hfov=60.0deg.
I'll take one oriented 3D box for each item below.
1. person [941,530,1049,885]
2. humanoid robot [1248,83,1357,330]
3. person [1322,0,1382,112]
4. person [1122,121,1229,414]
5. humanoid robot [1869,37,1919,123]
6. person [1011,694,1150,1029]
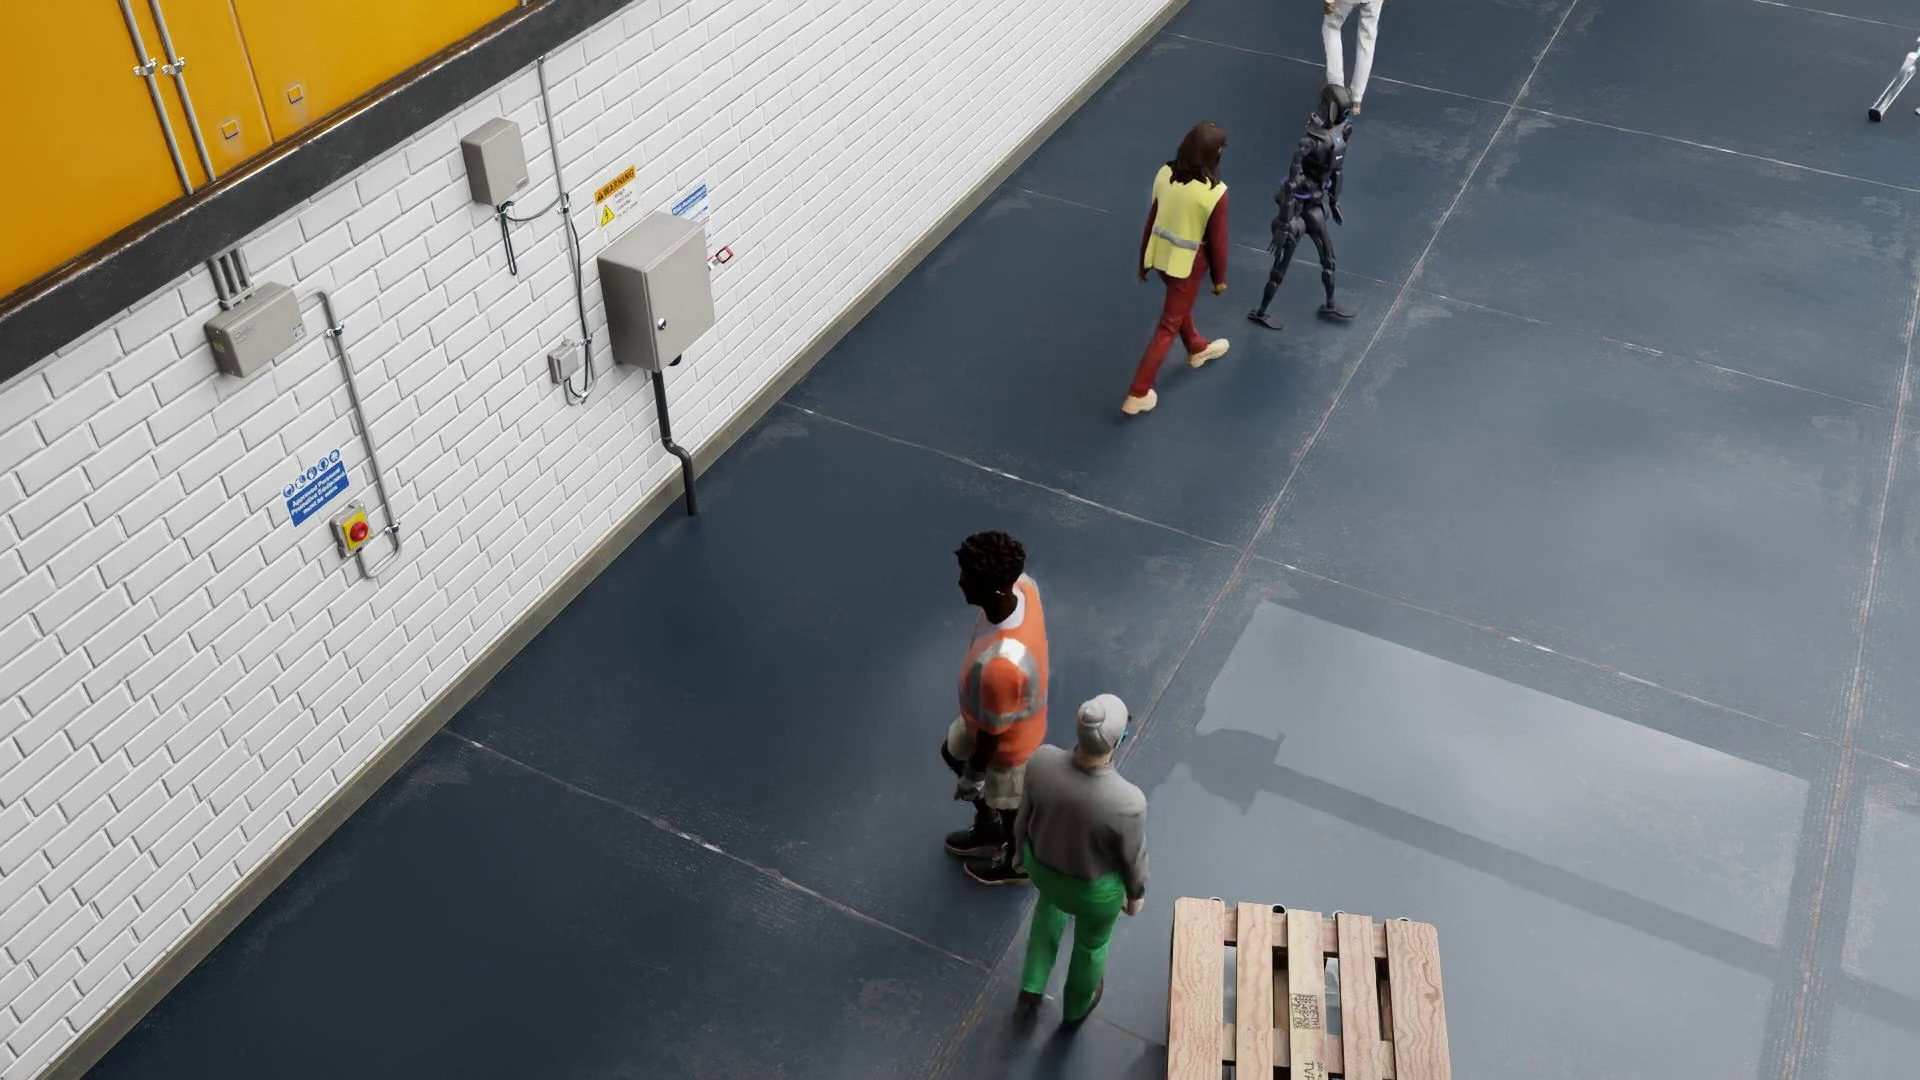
[{"bbox_3d":[0.086,0.729,6.704,0.548,1.947,0.638,3,41,3],"label":"person"},{"bbox_3d":[2.134,-1.987,10.070,0.608,1.636,0.548,-32,50,-32],"label":"humanoid robot"},{"bbox_3d":[2.981,-4.098,12.364,0.619,1.870,0.431,-6,41,-7],"label":"person"},{"bbox_3d":[1.279,-1.577,9.564,0.985,1.709,0.492,-30,49,-30],"label":"person"},{"bbox_3d":[7.278,-3.881,12.245,0.916,1.816,0.542,-19,44,-21],"label":"humanoid robot"},{"bbox_3d":[0.466,1.204,6.246,0.555,1.829,0.416,22,45,23],"label":"person"}]
